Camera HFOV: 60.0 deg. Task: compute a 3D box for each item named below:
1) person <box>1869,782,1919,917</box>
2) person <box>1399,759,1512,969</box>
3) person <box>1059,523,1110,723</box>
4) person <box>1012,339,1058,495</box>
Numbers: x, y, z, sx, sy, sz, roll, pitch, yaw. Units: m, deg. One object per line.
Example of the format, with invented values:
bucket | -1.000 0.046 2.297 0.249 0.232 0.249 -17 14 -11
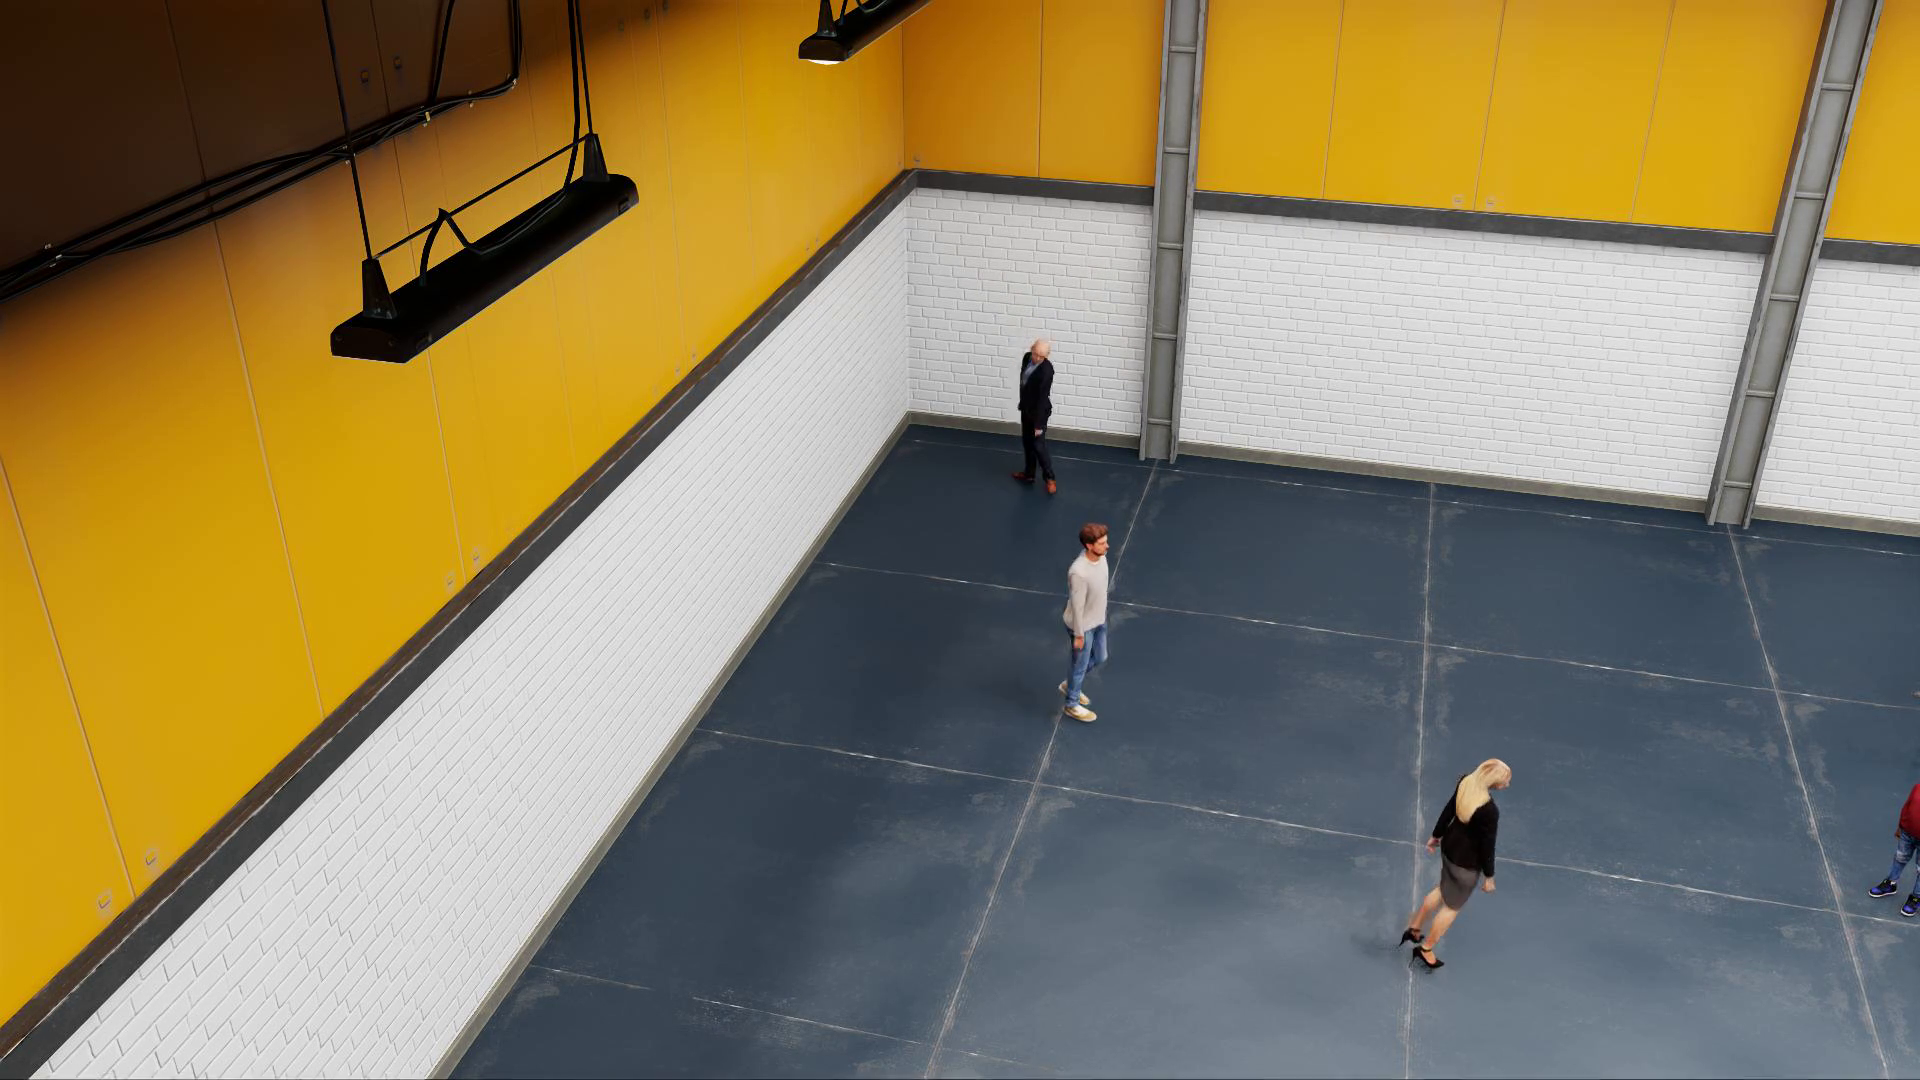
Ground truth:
person | 6.898 2.095 11.911 0.644 1.256 0.583 -16 32 -26
person | 3.294 2.185 11.180 0.802 1.799 0.790 -13 31 -22
person | 0.973 0.653 13.893 0.743 1.890 0.767 15 32 25
person | 0.779 -1.393 17.778 0.900 1.761 0.889 -5 29 -9
